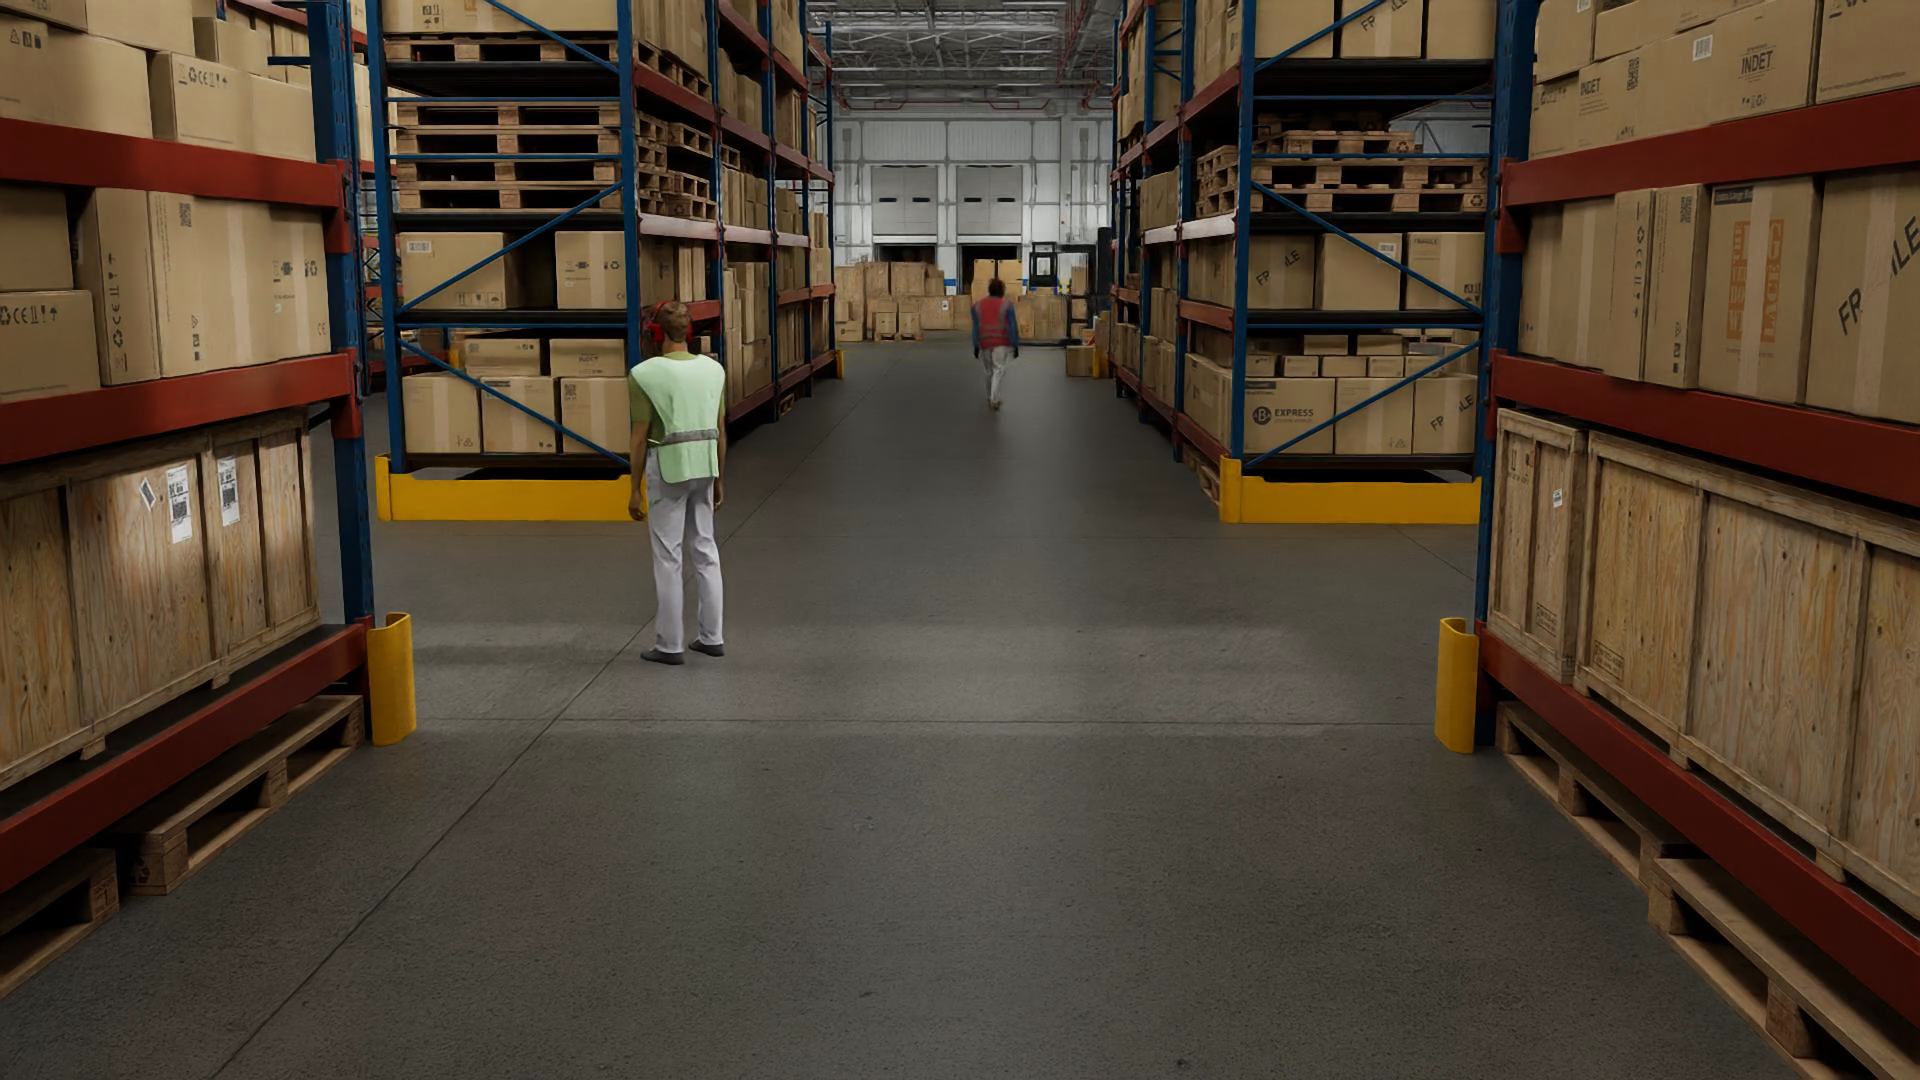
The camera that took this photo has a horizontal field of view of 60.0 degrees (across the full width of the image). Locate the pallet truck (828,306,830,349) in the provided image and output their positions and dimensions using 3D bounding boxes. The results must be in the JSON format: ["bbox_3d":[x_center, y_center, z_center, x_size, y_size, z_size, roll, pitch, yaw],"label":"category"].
[{"bbox_3d":[-3.100,-3.940,29.800,1.885,1.965,0.823,3,10,19],"label":"pallet truck"}]

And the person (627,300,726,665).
[{"bbox_3d":[-1.405,-0.285,8.402,0.384,1.837,0.565,9,13,43],"label":"person"}]

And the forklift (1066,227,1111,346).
[{"bbox_3d":[3.379,-5.841,38.548,1.873,2.768,1.129,0,9,0],"label":"forklift"}]

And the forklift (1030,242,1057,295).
[{"bbox_3d":[3.230,-10.146,64.339,1.129,2.768,1.873,0,9,1],"label":"forklift"}]

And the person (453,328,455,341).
[{"bbox_3d":[-13.093,-6.109,43.208,0.640,1.882,1.048,-1,10,-7],"label":"person"}]

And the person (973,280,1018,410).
[{"bbox_3d":[0.494,-2.699,23.034,0.643,1.787,0.931,5,10,25],"label":"person"}]

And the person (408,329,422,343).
[{"bbox_3d":[-13.701,-5.938,41.949,0.629,1.940,0.372,3,10,19],"label":"person"}]
